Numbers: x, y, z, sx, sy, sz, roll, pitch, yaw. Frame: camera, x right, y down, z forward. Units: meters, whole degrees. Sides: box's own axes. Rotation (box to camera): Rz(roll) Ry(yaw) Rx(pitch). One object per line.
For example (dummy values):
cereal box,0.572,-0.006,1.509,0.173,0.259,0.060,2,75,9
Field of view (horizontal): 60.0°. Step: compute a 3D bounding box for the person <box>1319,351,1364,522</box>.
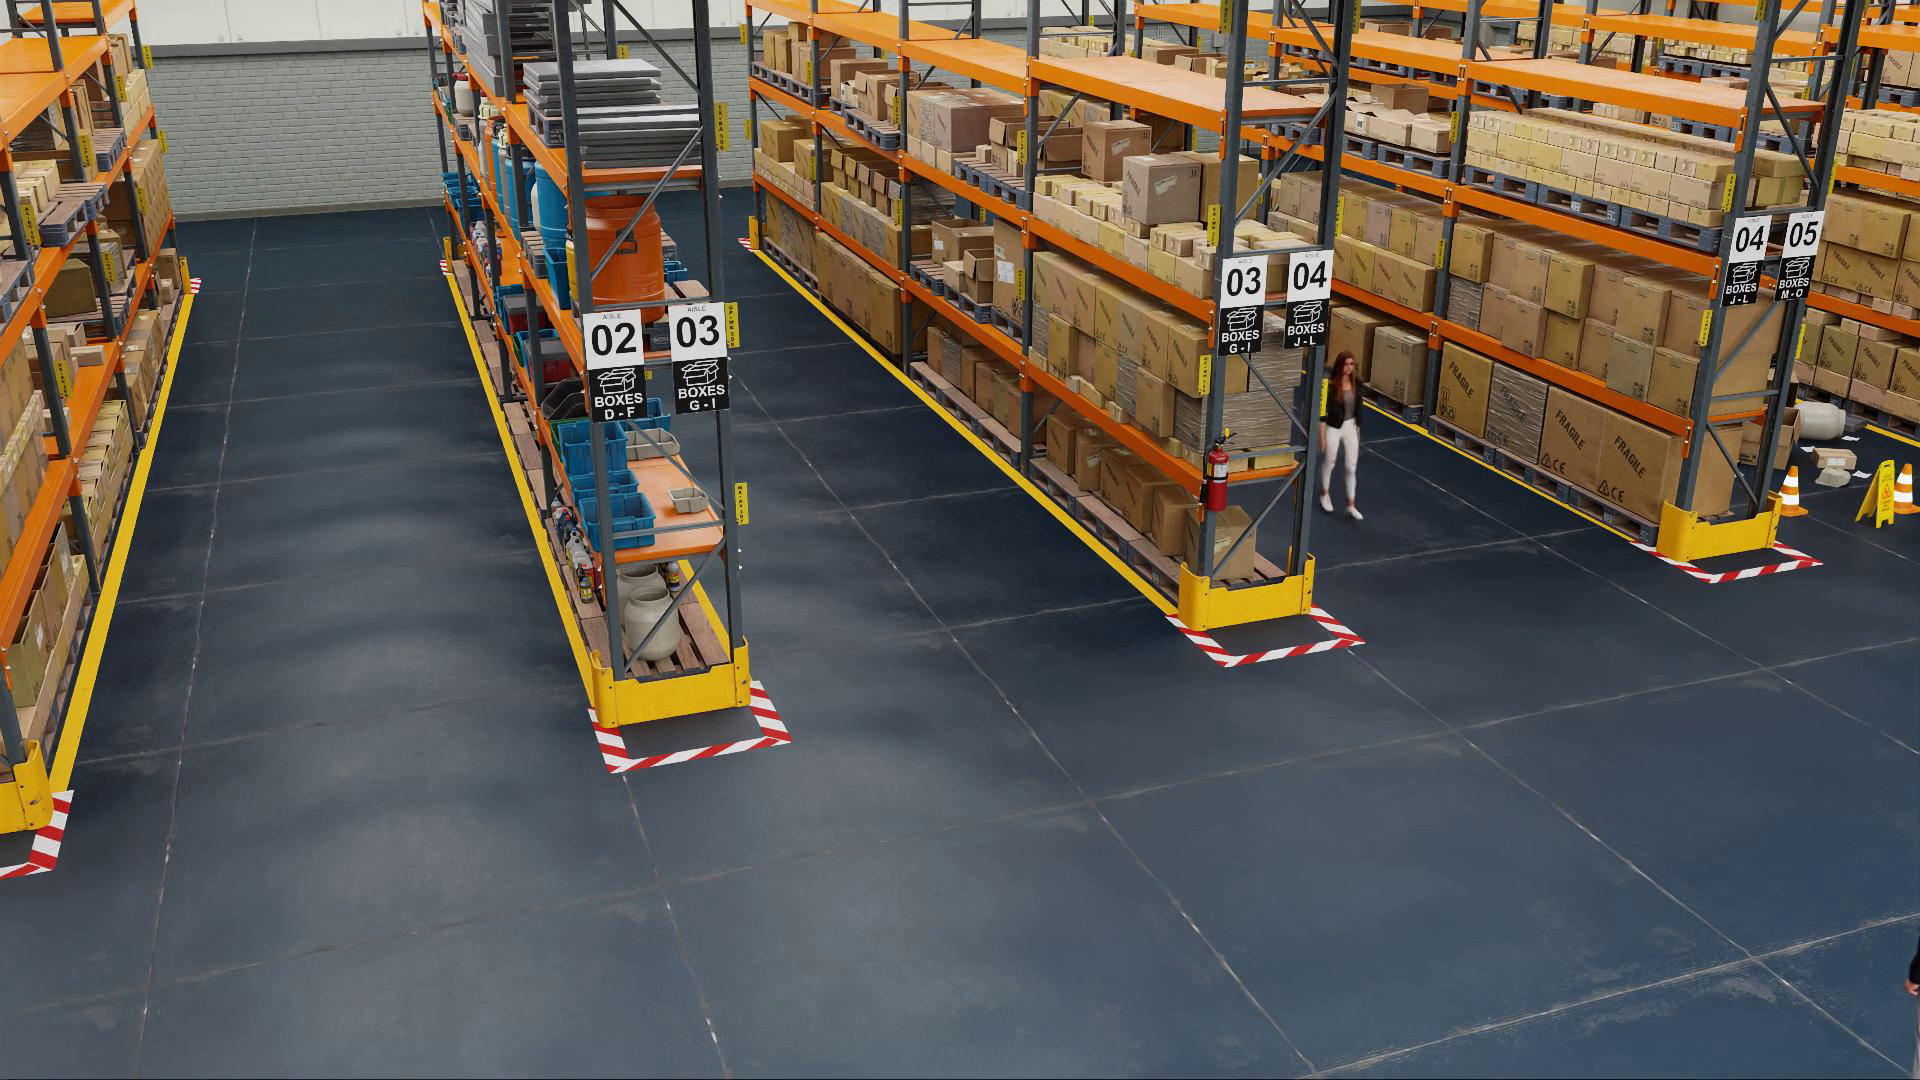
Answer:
person,3.728,-1.077,16.460,0.760,1.682,0.996,-3,22,-8
